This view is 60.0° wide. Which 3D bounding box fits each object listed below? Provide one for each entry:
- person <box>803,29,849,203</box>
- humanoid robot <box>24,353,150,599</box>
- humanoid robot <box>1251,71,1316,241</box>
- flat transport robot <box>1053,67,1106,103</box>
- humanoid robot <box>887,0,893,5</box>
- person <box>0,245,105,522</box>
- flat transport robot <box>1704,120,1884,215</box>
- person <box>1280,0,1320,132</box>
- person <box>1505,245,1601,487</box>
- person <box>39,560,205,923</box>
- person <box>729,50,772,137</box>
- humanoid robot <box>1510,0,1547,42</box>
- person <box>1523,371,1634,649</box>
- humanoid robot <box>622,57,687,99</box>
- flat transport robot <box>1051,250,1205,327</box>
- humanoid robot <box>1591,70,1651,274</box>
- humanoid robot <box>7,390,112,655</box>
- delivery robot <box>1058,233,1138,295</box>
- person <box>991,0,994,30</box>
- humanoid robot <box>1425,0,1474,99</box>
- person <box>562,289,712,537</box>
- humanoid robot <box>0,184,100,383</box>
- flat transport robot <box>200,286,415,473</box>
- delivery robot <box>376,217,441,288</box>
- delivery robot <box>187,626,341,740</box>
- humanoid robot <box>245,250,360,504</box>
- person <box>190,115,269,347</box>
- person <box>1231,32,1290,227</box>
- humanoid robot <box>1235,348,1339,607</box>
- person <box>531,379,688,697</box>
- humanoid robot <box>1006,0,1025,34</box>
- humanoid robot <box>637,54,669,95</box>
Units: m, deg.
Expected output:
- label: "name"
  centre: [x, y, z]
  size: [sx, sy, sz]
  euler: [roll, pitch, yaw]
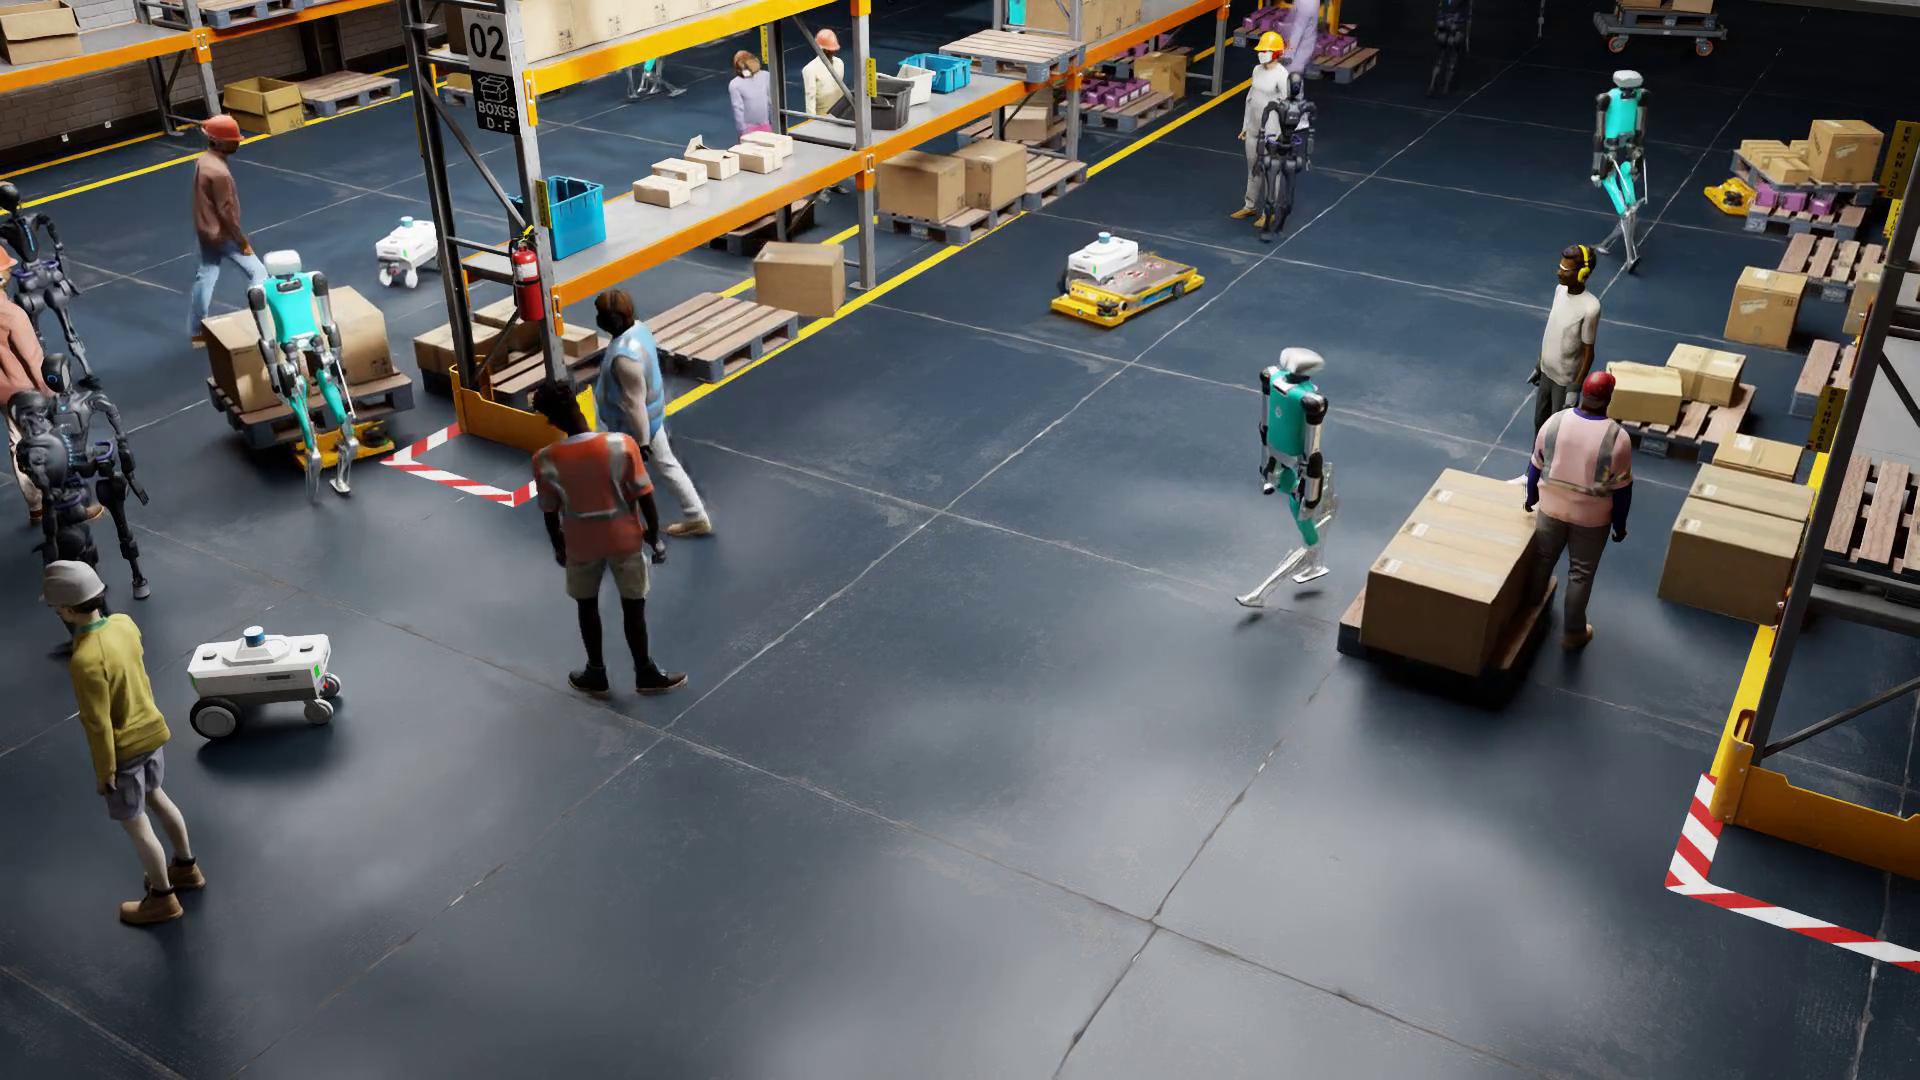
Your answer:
- label: "person"
  centre: [-1.359, -4.396, 17.215]
  size: [0.348, 1.746, 0.574]
  euler: [20, 35, 32]
- label: "humanoid robot"
  centre: [-5.311, -0.372, 10.154]
  size: [0.599, 1.657, 0.315]
  euler: [-8, 30, -14]
- label: "humanoid robot"
  centre: [3.125, -3.720, 16.102]
  size: [0.601, 1.651, 0.391]
  euler: [-3, 30, -5]
- label: "flat transport robot"
  centre: [1.255, -5.867, 21.321]
  size: [0.659, 0.231, 1.431]
  euler: [17, 34, 27]
- label: "humanoid robot"
  centre: [-1.043, -9.179, 25.820]
  size: [0.614, 1.635, 0.805]
  euler: [-4, 30, -6]
- label: "person"
  centre: [-6.181, -1.007, 10.972]
  size: [0.610, 1.994, 0.378]
  euler: [13, 32, 22]
- label: "flat transport robot"
  centre: [8.557, -3.551, 17.223]
  size: [1.431, 0.231, 0.659]
  euler: [1, 30, 3]
- label: "person"
  centre: [4.004, -5.780, 19.545]
  size: [0.465, 1.876, 0.706]
  euler: [9, 31, 16]
- label: "person"
  centre: [4.039, -1.102, 11.265]
  size: [0.317, 1.870, 0.527]
  euler: [-6, 30, -11]
- label: "person"
  centre: [-3.843, 0.927, 7.674]
  size: [0.412, 1.880, 0.487]
  euler: [0, 29, 0]
- label: "person"
  centre: [-2.084, -4.242, 17.085]
  size: [0.527, 1.597, 0.323]
  euler: [-23, 37, -34]
- label: "humanoid robot"
  centre: [8.196, -7.958, 23.627]
  size: [0.608, 1.615, 0.791]
  euler: [3, 30, 6]
- label: "person"
  centre: [3.611, -0.179, 9.749]
  size: [0.605, 1.755, 0.420]
  euler: [21, 36, 33]
- label: "humanoid robot"
  centre: [-3.895, -6.235, 20.494]
  size: [0.984, 1.760, 0.551]
  euler: [-22, 36, -34]
- label: "flat transport robot"
  centre: [1.524, -2.269, 14.956]
  size: [0.659, 0.231, 1.431]
  euler: [24, 37, 36]
- label: "humanoid robot"
  centre: [6.260, -3.382, 15.447]
  size: [0.558, 1.769, 0.962]
  euler: [-7, 30, -13]
- label: "humanoid robot"
  centre: [-5.296, -0.119, 9.712]
  size: [0.414, 1.648, 0.588]
  euler: [-11, 31, -18]
- label: "delivery robot"
  centre: [1.283, -2.471, 15.026]
  size: [0.499, 0.598, 0.802]
  euler: [23, 36, 34]
- label: "person"
  centre: [0.577, -7.780, 23.151]
  size: [0.521, 1.799, 0.894]
  euler: [14, 32, 23]
- label: "humanoid robot"
  centre: [6.141, -6.365, 20.774]
  size: [0.331, 1.659, 0.589]
  euler: [-20, 35, -31]
- label: "person"
  centre: [-2.130, -0.780, 10.788]
  size: [1.001, 1.783, 0.651]
  euler: [-1, 29, -1]
- label: "humanoid robot"
  centre: [-7.256, -2.008, 13.115]
  size: [0.789, 1.633, 0.584]
  euler: [21, 35, 32]
- label: "flat transport robot"
  centre: [-4.859, -0.914, 12.559]
  size: [0.659, 0.231, 1.431]
  euler: [-21, 35, -32]
- label: "delivery robot"
  centre: [-5.077, -2.699, 15.418]
  size: [0.499, 0.589, 0.790]
  euler: [8, 30, 13]
- label: "delivery robot"
  centre: [-3.917, 0.770, 9.309]
  size: [0.811, 0.613, 0.499]
  euler: [-4, 30, -8]
- label: "humanoid robot"
  centre: [-4.366, -1.021, 11.299]
  size: [0.541, 1.835, 0.658]
  euler: [-20, 35, -31]
- label: "person"
  centre: [-6.039, -2.555, 13.805]
  size: [1.080, 1.896, 0.622]
  euler: [-21, 35, -32]
- label: "person"
  centre: [3.017, -4.072, 16.496]
  size: [0.358, 1.896, 0.568]
  euler: [-19, 35, -30]
- label: "humanoid robot"
  centre: [2.115, -0.381, 10.119]
  size: [1.001, 1.741, 0.555]
  euler: [-15, 33, -24]
- label: "person"
  centre: [-1.936, 0.013, 9.250]
  size: [0.750, 1.927, 0.370]
  euler: [-2, 30, -3]
- label: "humanoid robot"
  centre: [0.809, -6.018, 20.087]
  size: [0.549, 1.737, 0.980]
  euler: [13, 32, 22]
- label: "humanoid robot"
  centre: [-3.996, -6.514, 20.966]
  size: [0.538, 1.759, 0.740]
  euler: [22, 36, 33]
